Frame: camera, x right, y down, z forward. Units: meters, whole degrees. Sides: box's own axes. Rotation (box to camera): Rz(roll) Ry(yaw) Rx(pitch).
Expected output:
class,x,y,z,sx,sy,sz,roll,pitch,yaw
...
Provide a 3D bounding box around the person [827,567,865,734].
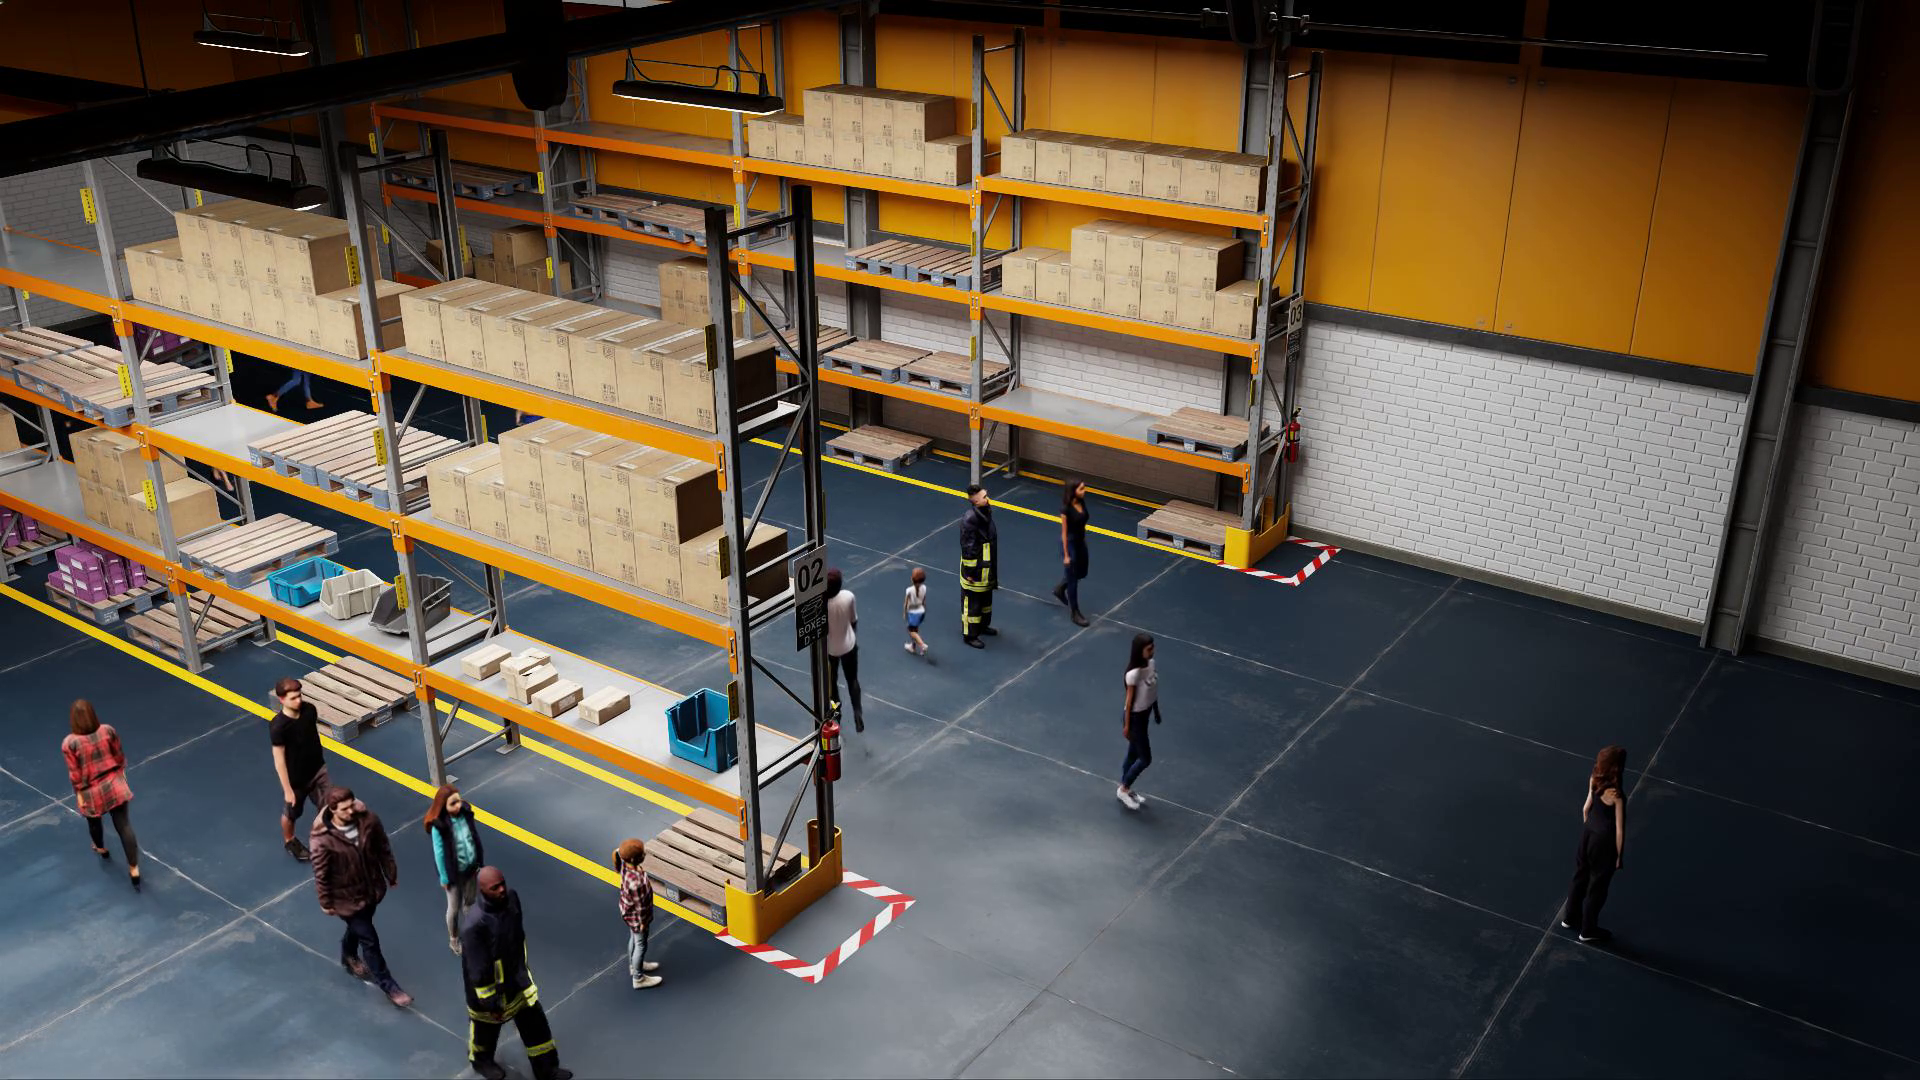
class,x,y,z,sx,sy,sz,roll,pitch,yaw
person,-1.150,1.123,16.316,0.906,1.777,1.043,-10,26,-22

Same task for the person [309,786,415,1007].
class,x,y,z,sx,sy,sz,roll,pitch,yaw
person,-4.672,2.664,12.759,1.137,1.802,0.762,15,28,31

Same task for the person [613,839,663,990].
class,x,y,z,sx,sy,sz,roll,pitch,yaw
person,-2.517,2.873,12.901,0.668,1.305,0.585,-9,25,-20

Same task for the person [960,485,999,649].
class,x,y,z,sx,sy,sz,roll,pitch,yaw
person,0.201,0.240,18.241,0.726,1.853,0.787,12,26,25

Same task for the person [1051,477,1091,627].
class,x,y,z,sx,sy,sz,roll,pitch,yaw
person,1.221,0.089,18.744,0.881,1.726,0.645,20,30,37

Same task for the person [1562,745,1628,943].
class,x,y,z,sx,sy,sz,roll,pitch,yaw
person,5.134,2.420,13.385,0.733,1.748,0.634,-9,25,-20

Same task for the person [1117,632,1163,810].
class,x,y,z,sx,sy,sz,roll,pitch,yaw
person,1.537,1.624,15.185,0.624,1.764,0.644,11,26,24

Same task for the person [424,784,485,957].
class,x,y,z,sx,sy,sz,roll,pitch,yaw
person,-4.016,2.598,13.284,0.597,1.501,0.584,13,27,28

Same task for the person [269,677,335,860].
class,x,y,z,sx,sy,sz,roll,pitch,yaw
person,-5.696,1.997,14.270,1.222,1.813,0.763,13,27,27

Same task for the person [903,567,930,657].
class,x,y,z,sx,sy,sz,roll,pitch,yaw
person,-0.461,0.799,18.022,0.513,1.003,0.650,-20,31,-38

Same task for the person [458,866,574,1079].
class,x,y,z,sx,sy,sz,roll,pitch,yaw
person,-3.361,3.081,11.823,1.079,1.788,0.798,14,27,29

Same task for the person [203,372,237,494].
class,x,y,z,sx,sy,sz,roll,pitch,yaw
person,-10.082,-1.469,22.420,1.072,1.635,0.768,20,31,38

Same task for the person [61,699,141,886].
class,x,y,z,sx,sy,sz,roll,pitch,yaw
person,-7.230,2.167,14.084,0.803,1.650,1.163,-19,30,-37
